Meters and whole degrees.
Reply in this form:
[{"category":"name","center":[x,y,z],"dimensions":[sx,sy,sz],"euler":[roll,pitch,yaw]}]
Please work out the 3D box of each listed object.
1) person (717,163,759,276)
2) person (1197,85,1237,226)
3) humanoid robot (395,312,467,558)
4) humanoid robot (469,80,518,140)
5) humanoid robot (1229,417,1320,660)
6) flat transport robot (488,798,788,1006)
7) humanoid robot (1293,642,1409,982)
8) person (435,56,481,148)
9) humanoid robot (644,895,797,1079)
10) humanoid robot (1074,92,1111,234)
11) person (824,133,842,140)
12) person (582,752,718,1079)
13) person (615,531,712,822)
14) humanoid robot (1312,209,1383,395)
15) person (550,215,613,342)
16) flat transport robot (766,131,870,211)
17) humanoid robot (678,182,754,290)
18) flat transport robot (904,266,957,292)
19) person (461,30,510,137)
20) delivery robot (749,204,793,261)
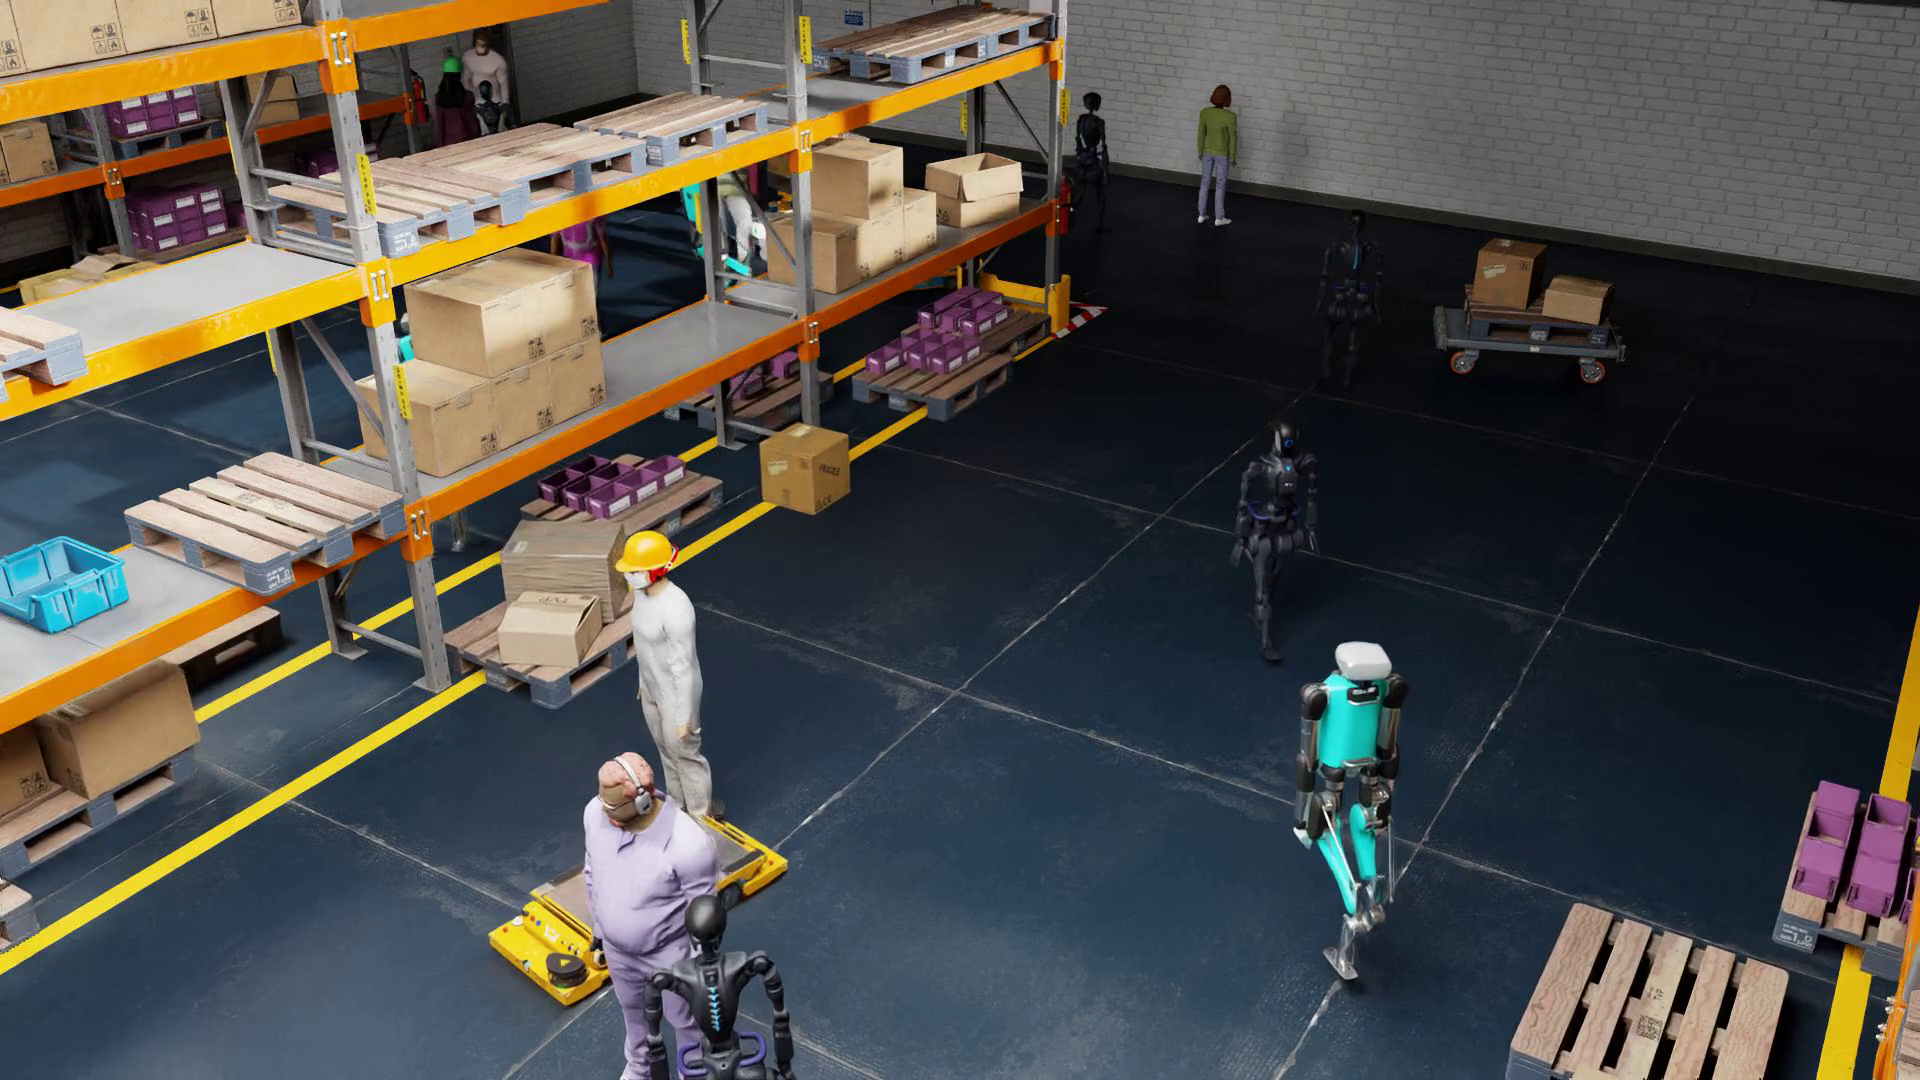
[{"category":"person","center":[-2.488,-3.733,17.855],"dimensions":[0.654,1.815,0.713],"euler":[-2,27,-4]},{"category":"person","center":[3.036,-4.547,19.645],"dimensions":[0.506,1.631,0.280],"euler":[19,33,33]},{"category":"humanoid robot","center":[-3.773,-0.703,11.977],"dimensions":[0.531,1.779,0.802],"euler":[-8,28,-15]},{"category":"humanoid robot","center":[-5.475,-4.630,19.782],"dimensions":[0.615,1.636,0.579],"euler":[-4,27,-8]},{"category":"humanoid robot","center":[2.063,-0.039,10.758],"dimensions":[0.613,1.628,0.745],"euler":[-7,28,-14]},{"category":"flat transport robot","center":[-1.640,1.831,8.590],"dimensions":[0.659,0.231,1.431],"euler":[23,35,37]},{"category":"humanoid robot","center":[1.902,1.406,7.843],"dimensions":[0.544,1.802,0.802],"euler":[-8,28,-15]},{"category":"person","center":[-5.948,-4.728,19.708],"dimensions":[0.510,1.910,0.883],"euler":[5,27,9]},{"category":"humanoid robot","center":[-0.920,2.114,6.492],"dimensions":[0.602,1.646,0.361],"euler":[-7,28,-13]},{"category":"humanoid robot","center":[1.452,-4.333,19.221],"dimensions":[0.692,1.647,0.599],"euler":[-16,31,-28]},{"category":"person","center":[-1.171,-3.736,17.968],"dimensions":[0.736,1.718,0.587],"euler":[-11,29,-20]},{"category":"person","center":[-1.320,1.709,7.031],"dimensions":[0.641,1.902,0.403],"euler":[14,30,26]},{"category":"person","center":[-1.563,0.806,8.826],"dimensions":[0.382,1.891,0.562],"euler":[-18,32,-31]},{"category":"humanoid robot","center":[3.471,-2.146,14.874],"dimensions":[0.606,1.641,0.452],"euler":[0,27,0]},{"category":"person","center":[-3.573,-2.573,15.581],"dimensions":[0.518,1.786,1.002],"euler":[6,28,12]},{"category":"flat transport robot","center":[-1.590,-4.242,20.557],"dimensions":[1.431,0.231,0.659],"euler":[-21,34,-35]},{"category":"humanoid robot","center":[-2.350,-2.879,16.375],"dimensions":[0.754,1.883,0.545],"euler":[-24,35,-39]},{"category":"flat transport robot","center":[-0.490,-2.830,17.774],"dimensions":[1.431,0.231,0.659],"euler":[-9,28,-18]},{"category":"person","center":[-6.147,-5.721,21.712],"dimensions":[0.654,1.885,1.013],"euler":[2,27,4]},{"category":"delivery robot","center":[-2.061,-3.485,18.759],"dimensions":[0.774,0.603,0.521],"euler":[-19,32,-32]}]
